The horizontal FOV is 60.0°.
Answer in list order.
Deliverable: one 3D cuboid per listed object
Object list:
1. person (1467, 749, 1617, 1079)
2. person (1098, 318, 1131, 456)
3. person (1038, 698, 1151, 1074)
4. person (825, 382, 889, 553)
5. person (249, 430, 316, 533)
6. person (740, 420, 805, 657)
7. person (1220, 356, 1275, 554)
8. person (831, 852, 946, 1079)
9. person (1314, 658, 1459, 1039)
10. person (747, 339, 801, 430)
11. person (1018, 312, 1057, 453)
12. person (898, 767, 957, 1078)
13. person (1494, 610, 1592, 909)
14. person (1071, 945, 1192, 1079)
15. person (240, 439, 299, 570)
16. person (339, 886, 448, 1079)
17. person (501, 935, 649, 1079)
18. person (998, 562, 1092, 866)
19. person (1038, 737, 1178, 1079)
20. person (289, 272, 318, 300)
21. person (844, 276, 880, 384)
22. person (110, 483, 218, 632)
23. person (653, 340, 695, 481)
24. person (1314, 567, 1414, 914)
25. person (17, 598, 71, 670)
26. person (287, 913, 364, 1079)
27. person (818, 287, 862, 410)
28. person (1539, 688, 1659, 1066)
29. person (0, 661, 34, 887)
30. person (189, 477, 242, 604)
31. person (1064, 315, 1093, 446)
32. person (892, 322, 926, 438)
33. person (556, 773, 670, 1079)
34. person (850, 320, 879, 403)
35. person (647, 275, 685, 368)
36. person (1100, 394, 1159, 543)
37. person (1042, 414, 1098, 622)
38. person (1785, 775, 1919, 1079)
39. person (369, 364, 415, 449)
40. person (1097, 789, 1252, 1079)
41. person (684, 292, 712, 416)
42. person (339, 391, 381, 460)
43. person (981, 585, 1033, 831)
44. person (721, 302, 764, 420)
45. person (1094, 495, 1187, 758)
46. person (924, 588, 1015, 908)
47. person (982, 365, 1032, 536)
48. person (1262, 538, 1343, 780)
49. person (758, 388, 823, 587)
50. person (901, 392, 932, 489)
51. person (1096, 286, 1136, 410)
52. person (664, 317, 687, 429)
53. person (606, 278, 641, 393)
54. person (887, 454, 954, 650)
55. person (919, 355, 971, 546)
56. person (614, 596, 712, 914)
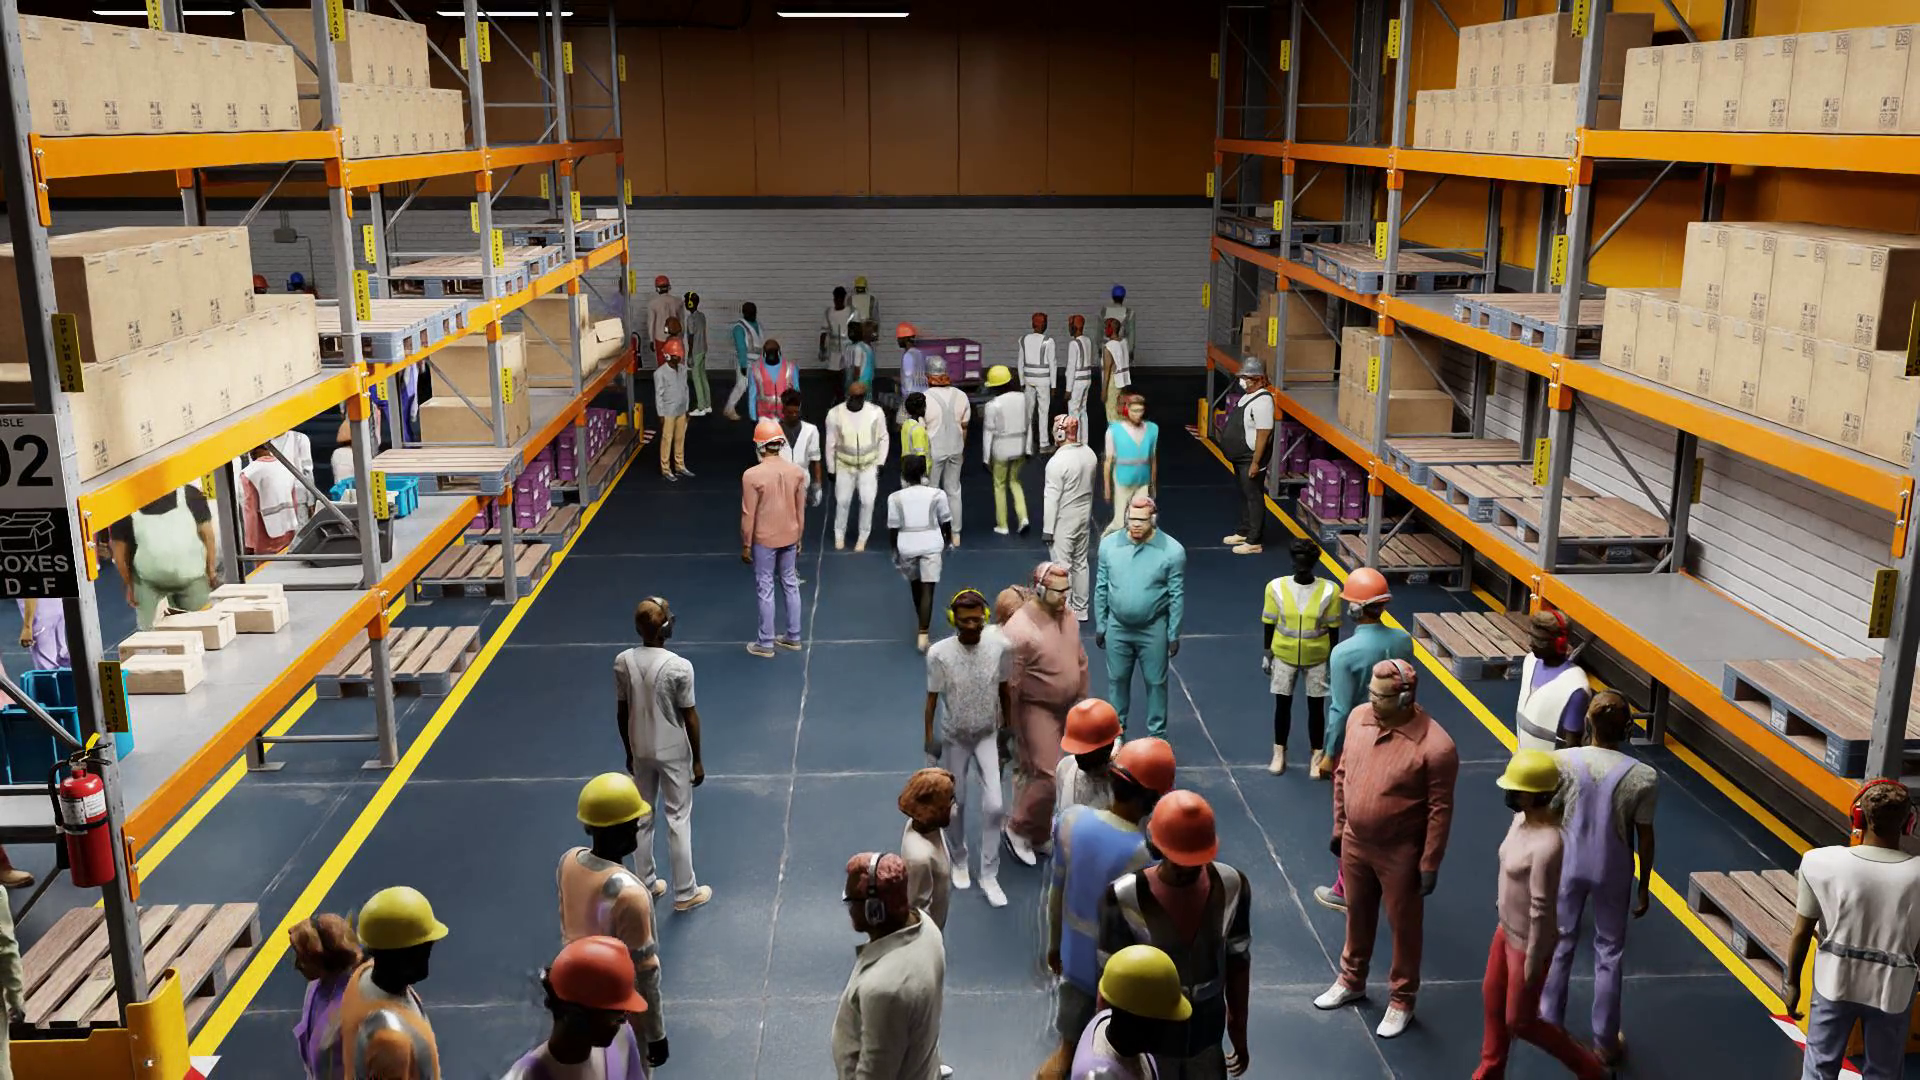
[{"bbox_3d":[2.570,1.759,7.400,0.639,1.752,0.533,1,14,5],"label":"person"},{"bbox_3d":[2.063,-2.022,22.075,0.384,1.838,0.568,9,17,31],"label":"person"},{"bbox_3d":[0.599,1.626,7.576,0.388,1.925,0.550,-12,19,-39],"label":"person"},{"bbox_3d":[-1.069,-0.762,17.213,0.653,1.796,0.581,-2,14,-6],"label":"person"},{"bbox_3d":[-6.254,-0.365,15.396,0.556,1.922,0.392,-3,15,-13],"label":"person"},{"bbox_3d":[-1.570,-0.017,13.906,0.613,1.987,0.408,-13,19,-42],"label":"person"},{"bbox_3d":[2.962,-0.886,17.197,0.538,2.000,0.683,-1,14,-4],"label":"person"},{"bbox_3d":[-0.267,2.027,6.059,0.399,1.897,0.652,3,15,10],"label":"person"},{"bbox_3d":[2.071,1.491,8.147,0.403,1.904,0.637,-11,18,-38],"label":"person"},{"bbox_3d":[-2.242,-1.518,20.105,0.656,1.827,0.449,-2,14,-10],"label":"person"},{"bbox_3d":[1.046,-2.106,22.299,0.583,1.882,0.337,10,17,34],"label":"person"},{"bbox_3d":[-0.154,1.791,7.525,0.284,1.624,0.495,1,14,3],"label":"person"},{"bbox_3d":[3.252,1.264,9.173,0.383,1.836,0.562,-2,14,-7],"label":"person"},{"bbox_3d":[0.527,2.186,5.402,0.399,1.913,0.590,2,14,8],"label":"person"},{"bbox_3d":[-5.856,-0.049,14.192,0.404,1.906,0.598,4,15,16],"label":"person"},{"bbox_3d":[-2.013,2.095,5.797,0.907,1.895,0.602,-7,16,-25],"label":"person"},{"bbox_3d":[-1.137,2.192,5.220,0.929,1.983,0.620,6,15,21],"label":"person"},{"bbox_3d":[0.538,1.041,9.929,0.446,1.885,0.638,9,17,33],"label":"person"},{"bbox_3d":[0.529,1.785,6.804,0.678,1.997,0.842,13,19,41],"label":"person"},{"bbox_3d":[-10.842,-3.431,27.406,0.606,1.938,0.432,-10,18,-35],"label":"person"},{"bbox_3d":[-1.642,-3.505,27.891,0.590,1.833,0.404,-1,14,-4],"label":"person"},{"bbox_3d":[-6.072,0.245,12.758,0.720,2.000,0.541,-9,17,-32],"label":"person"},{"bbox_3d":[-3.541,-1.616,20.656,0.353,1.744,0.568,9,17,30],"label":"person"},{"bbox_3d":[2.266,1.126,9.392,0.623,1.989,0.400,-10,17,-33],"label":"person"},{"bbox_3d":[-6.601,0.551,11.948,0.345,1.846,0.507,-2,14,-6],"label":"person"},{"bbox_3d":[-2.257,2.134,6.161,0.324,1.631,0.524,-11,18,-36],"label":"person"},{"bbox_3d":[-1.815,-2.905,25.364,0.720,1.919,0.676,2,14,9],"label":"person"},{"bbox_3d":[2.998,1.587,7.877,0.518,1.844,0.329,8,16,28],"label":"person"},{"bbox_3d":[-5.623,1.094,9.423,0.536,2.000,0.673,2,14,7],"label":"person"},{"bbox_3d":[-5.981,0.177,13.280,0.544,1.916,0.796,4,15,16],"label":"person"},{"bbox_3d":[1.561,-2.052,22.106,0.363,1.879,0.584,7,16,26],"label":"person"},{"bbox_3d":[-0.636,-1.775,20.919,0.427,1.917,0.584,3,15,13],"label":"person"},{"bbox_3d":[-1.370,1.849,6.681,0.360,1.930,0.587,-14,20,-43],"label":"person"},{"bbox_3d":[-1.241,-1.977,21.905,0.396,1.822,0.539,4,15,14],"label":"person"},{"bbox_3d":[-4.678,-3.216,26.485,0.601,1.977,0.434,-7,16,-25],"label":"person"},{"bbox_3d":[1.646,-0.557,16.345,0.575,1.828,0.628,-6,15,-22],"label":"person"},{"bbox_3d":[0.931,-0.163,14.646,0.399,1.900,0.645,11,18,36],"label":"person"},{"bbox_3d":[3.687,1.865,6.810,0.560,1.836,0.393,7,16,26],"label":"person"},{"bbox_3d":[-7.038,-1.762,20.638,0.537,2.000,0.688,-3,15,-13],"label":"person"},{"bbox_3d":[0.826,1.889,6.329,0.613,2.033,0.411,-4,15,-14],"label":"person"},{"bbox_3d":[-3.979,-2.806,25.111,0.324,1.861,0.506,4,15,14],"label":"person"},{"bbox_3d":[-7.594,-1.684,20.945,0.486,1.738,0.321,-13,19,-42],"label":"person"},{"bbox_3d":[0.316,1.082,10.270,0.515,1.641,0.315,11,18,37],"label":"person"},{"bbox_3d":[-3.125,-2.621,24.497,0.922,1.805,0.632,7,16,27],"label":"person"},{"bbox_3d":[1.241,0.614,11.596,0.645,1.901,0.400,5,15,20],"label":"person"},{"bbox_3d":[0.077,1.183,9.465,0.574,1.840,0.760,-3,15,-11],"label":"person"},{"bbox_3d":[0.474,-0.948,17.751,0.620,1.880,0.461,-8,16,-29],"label":"person"},{"bbox_3d":[2.313,0.795,11.304,0.537,1.688,0.319,4,15,15],"label":"person"},{"bbox_3d":[-1.642,-0.526,16.070,0.623,1.898,1.050,-6,15,-22],"label":"person"},{"bbox_3d":[-0.445,-0.673,17.049,0.318,1.697,0.535,-5,15,-19],"label":"person"},{"bbox_3d":[2.407,-2.977,25.700,0.630,1.895,0.994,4,15,16],"label":"person"},{"bbox_3d":[-4.111,-2.392,23.923,0.274,1.635,0.508,-10,17,-33],"label":"person"},{"bbox_3d":[-5.481,-3.343,27.129,0.770,1.896,0.635,2,14,9],"label":"person"},{"bbox_3d":[-0.345,0.082,14.187,0.535,1.641,0.909,2,14,7],"label":"person"},{"bbox_3d":[-0.260,-0.915,17.312,0.676,2.000,0.536,-9,17,-32],"label":"person"},{"bbox_3d":[-1.677,1.210,9.360,0.508,1.846,0.345,5,15,19],"label":"person"}]
